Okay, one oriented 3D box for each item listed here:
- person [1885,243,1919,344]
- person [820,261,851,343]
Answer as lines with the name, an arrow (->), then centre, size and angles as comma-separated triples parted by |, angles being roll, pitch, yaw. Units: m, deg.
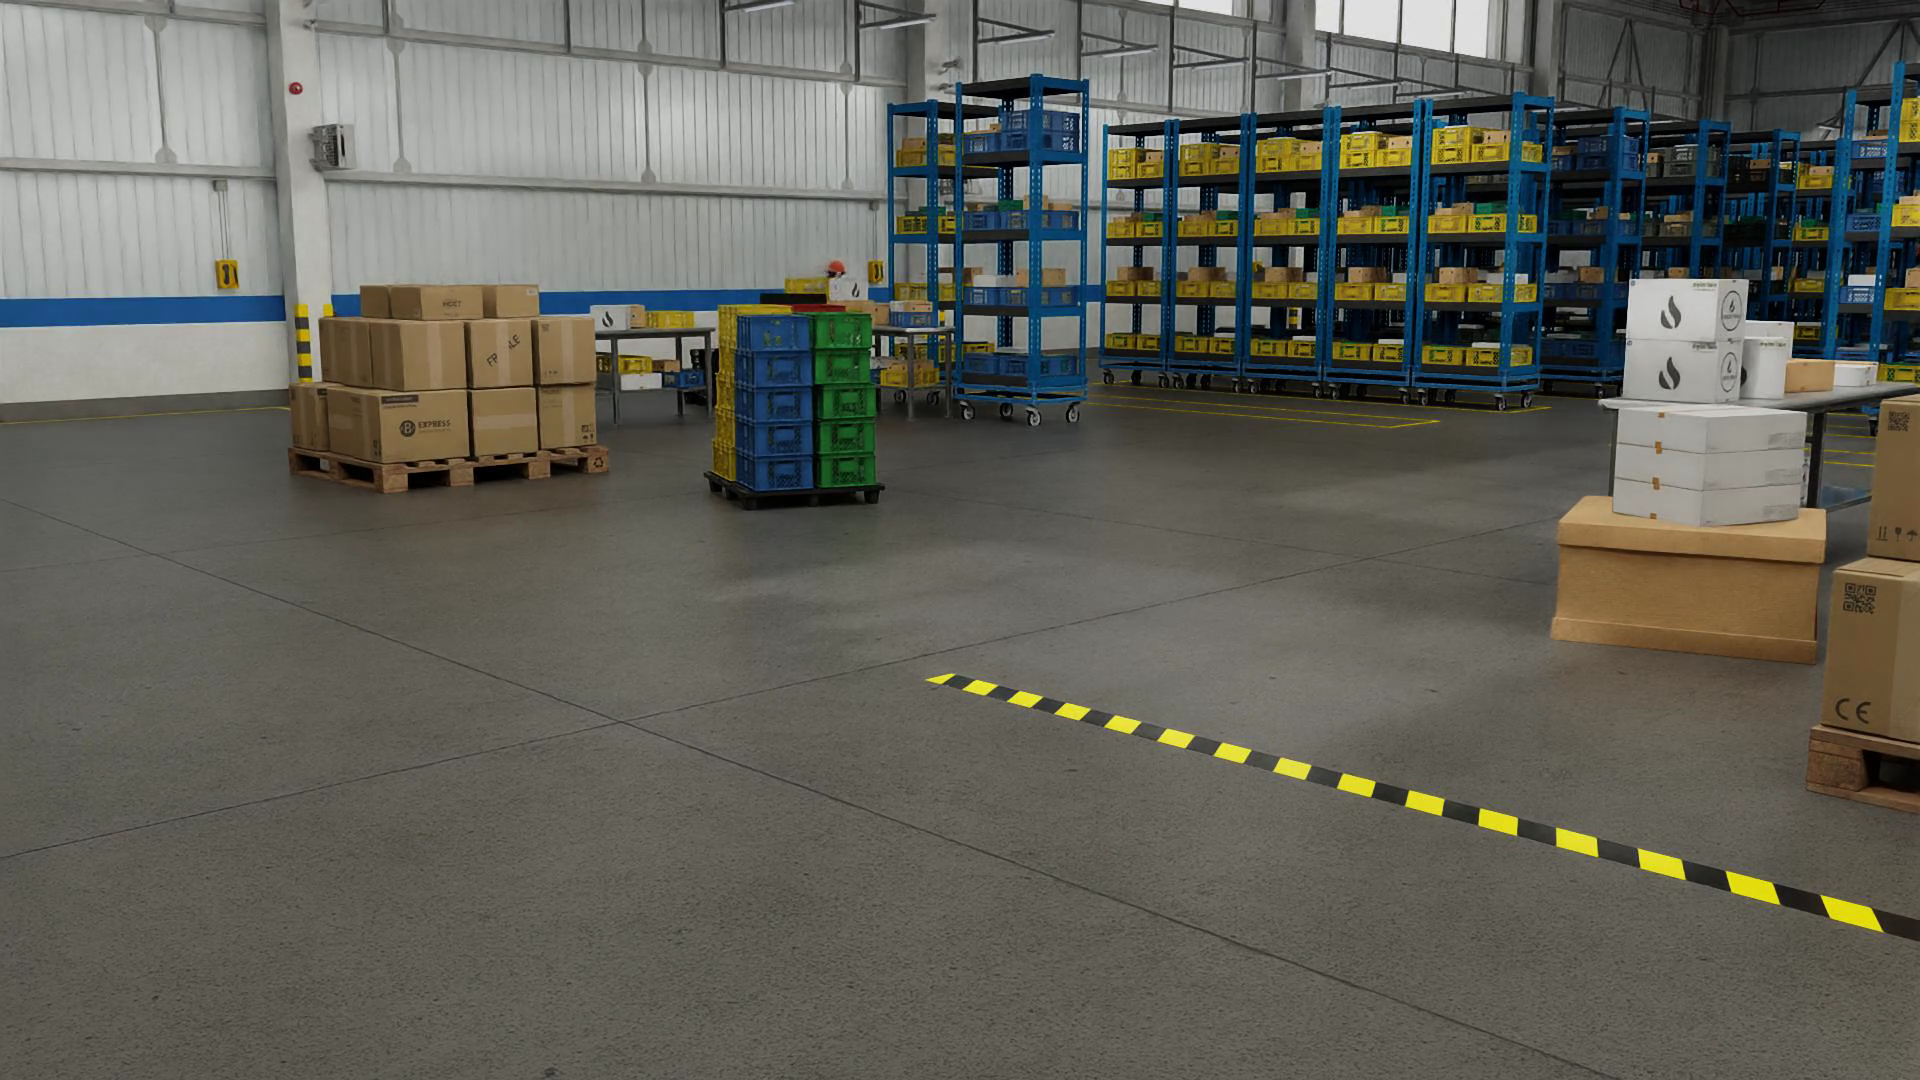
person -> 13.644, -3.286, 23.983 | 0.694, 2.005, 0.684 | 5, 10, 25
person -> -1.684, -2.979, 22.958 | 0.532, 1.728, 0.567 | -8, 13, -41
